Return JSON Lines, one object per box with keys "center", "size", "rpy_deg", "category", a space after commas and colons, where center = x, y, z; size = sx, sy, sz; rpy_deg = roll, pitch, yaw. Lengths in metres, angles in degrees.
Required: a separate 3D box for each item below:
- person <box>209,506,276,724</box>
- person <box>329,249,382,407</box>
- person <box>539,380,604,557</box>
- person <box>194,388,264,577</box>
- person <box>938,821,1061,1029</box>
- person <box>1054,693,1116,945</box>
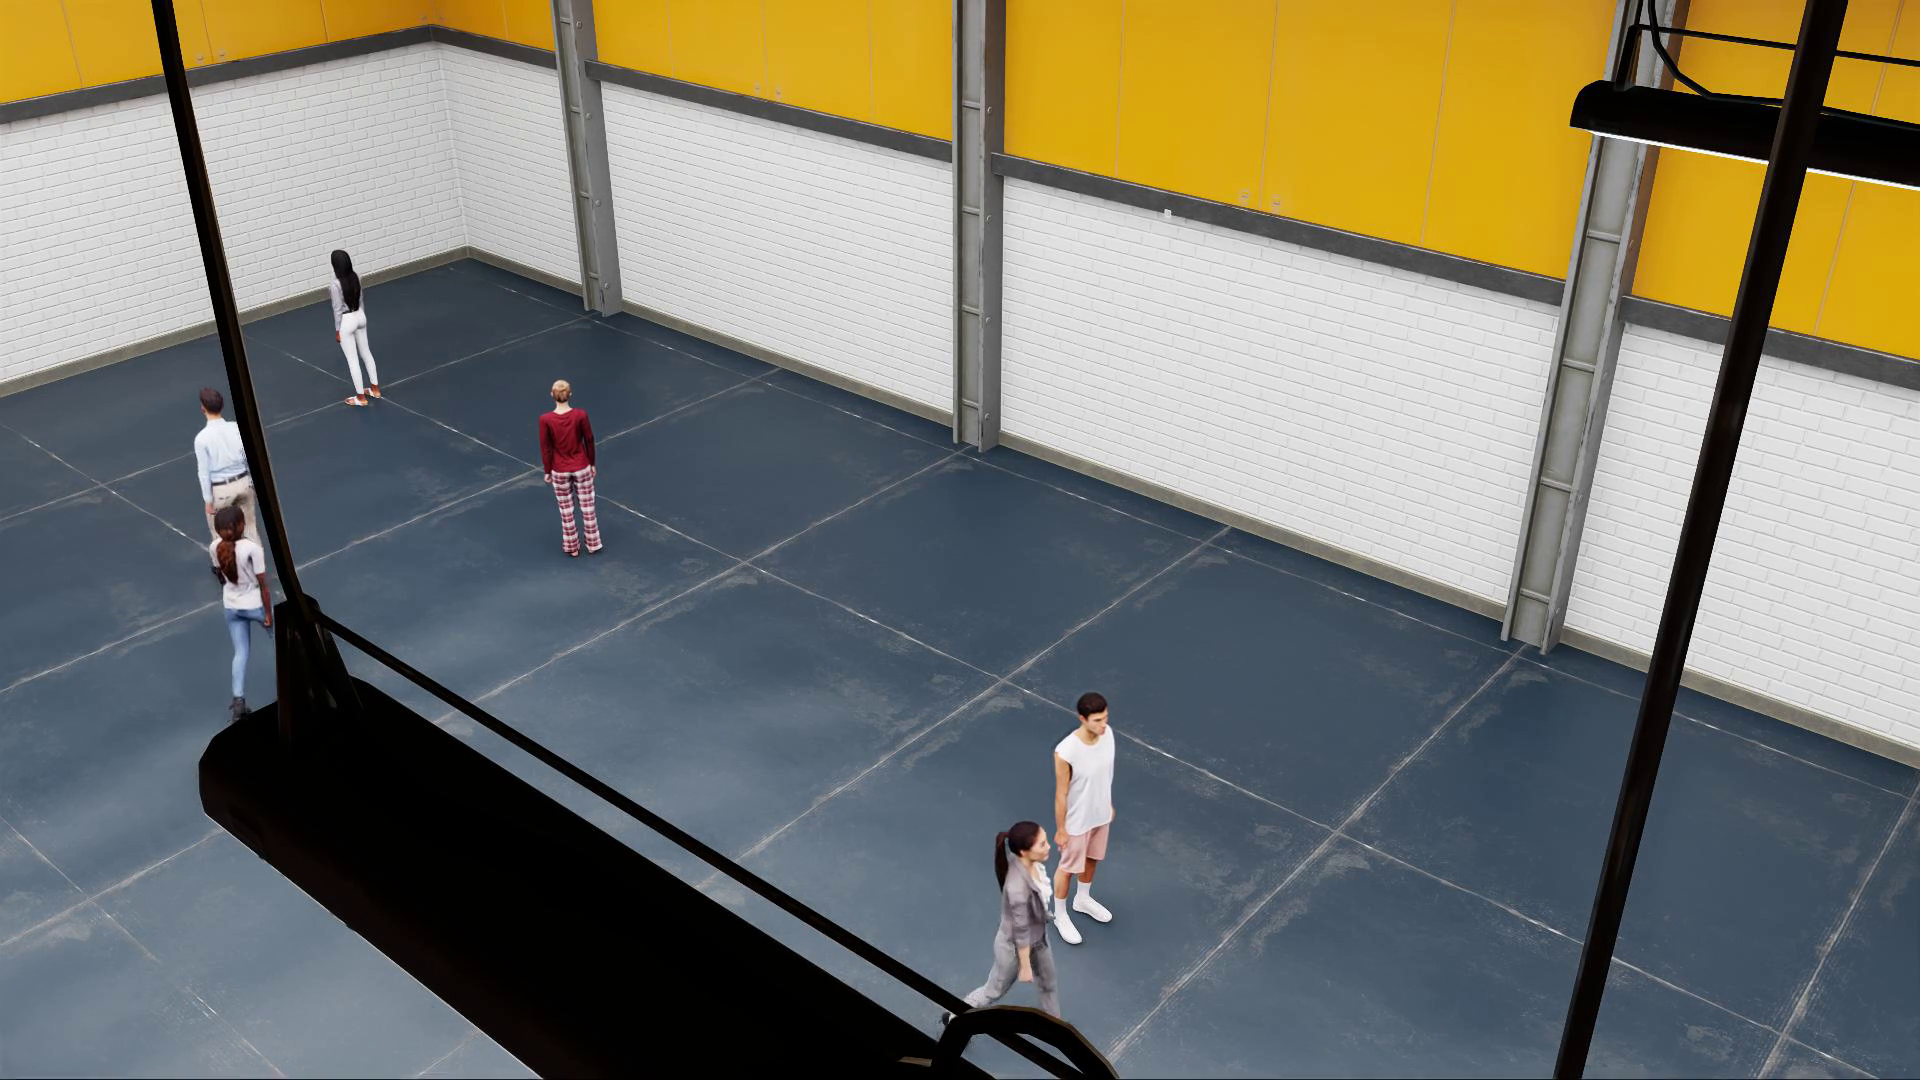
{"center": [-5.445, 0.580, 12.612], "size": [1.166, 1.673, 1.097], "rpy_deg": [3, 29, 5], "category": "person"}
{"center": [-6.519, -2.296, 17.829], "size": [0.620, 1.725, 0.650], "rpy_deg": [11, 31, 20], "category": "person"}
{"center": [-3.479, -0.655, 14.849], "size": [0.683, 1.699, 0.685], "rpy_deg": [-9, 30, -16], "category": "person"}
{"center": [-6.219, -0.400, 14.239], "size": [0.768, 1.836, 0.676], "rpy_deg": [23, 36, 36], "category": "person"}
{"center": [0.257, 2.296, 9.498], "size": [1.188, 1.642, 1.005], "rpy_deg": [4, 29, 8], "category": "person"}
{"center": [0.776, 1.699, 10.443], "size": [0.669, 1.786, 0.587], "rpy_deg": [-24, 37, -37], "category": "person"}
